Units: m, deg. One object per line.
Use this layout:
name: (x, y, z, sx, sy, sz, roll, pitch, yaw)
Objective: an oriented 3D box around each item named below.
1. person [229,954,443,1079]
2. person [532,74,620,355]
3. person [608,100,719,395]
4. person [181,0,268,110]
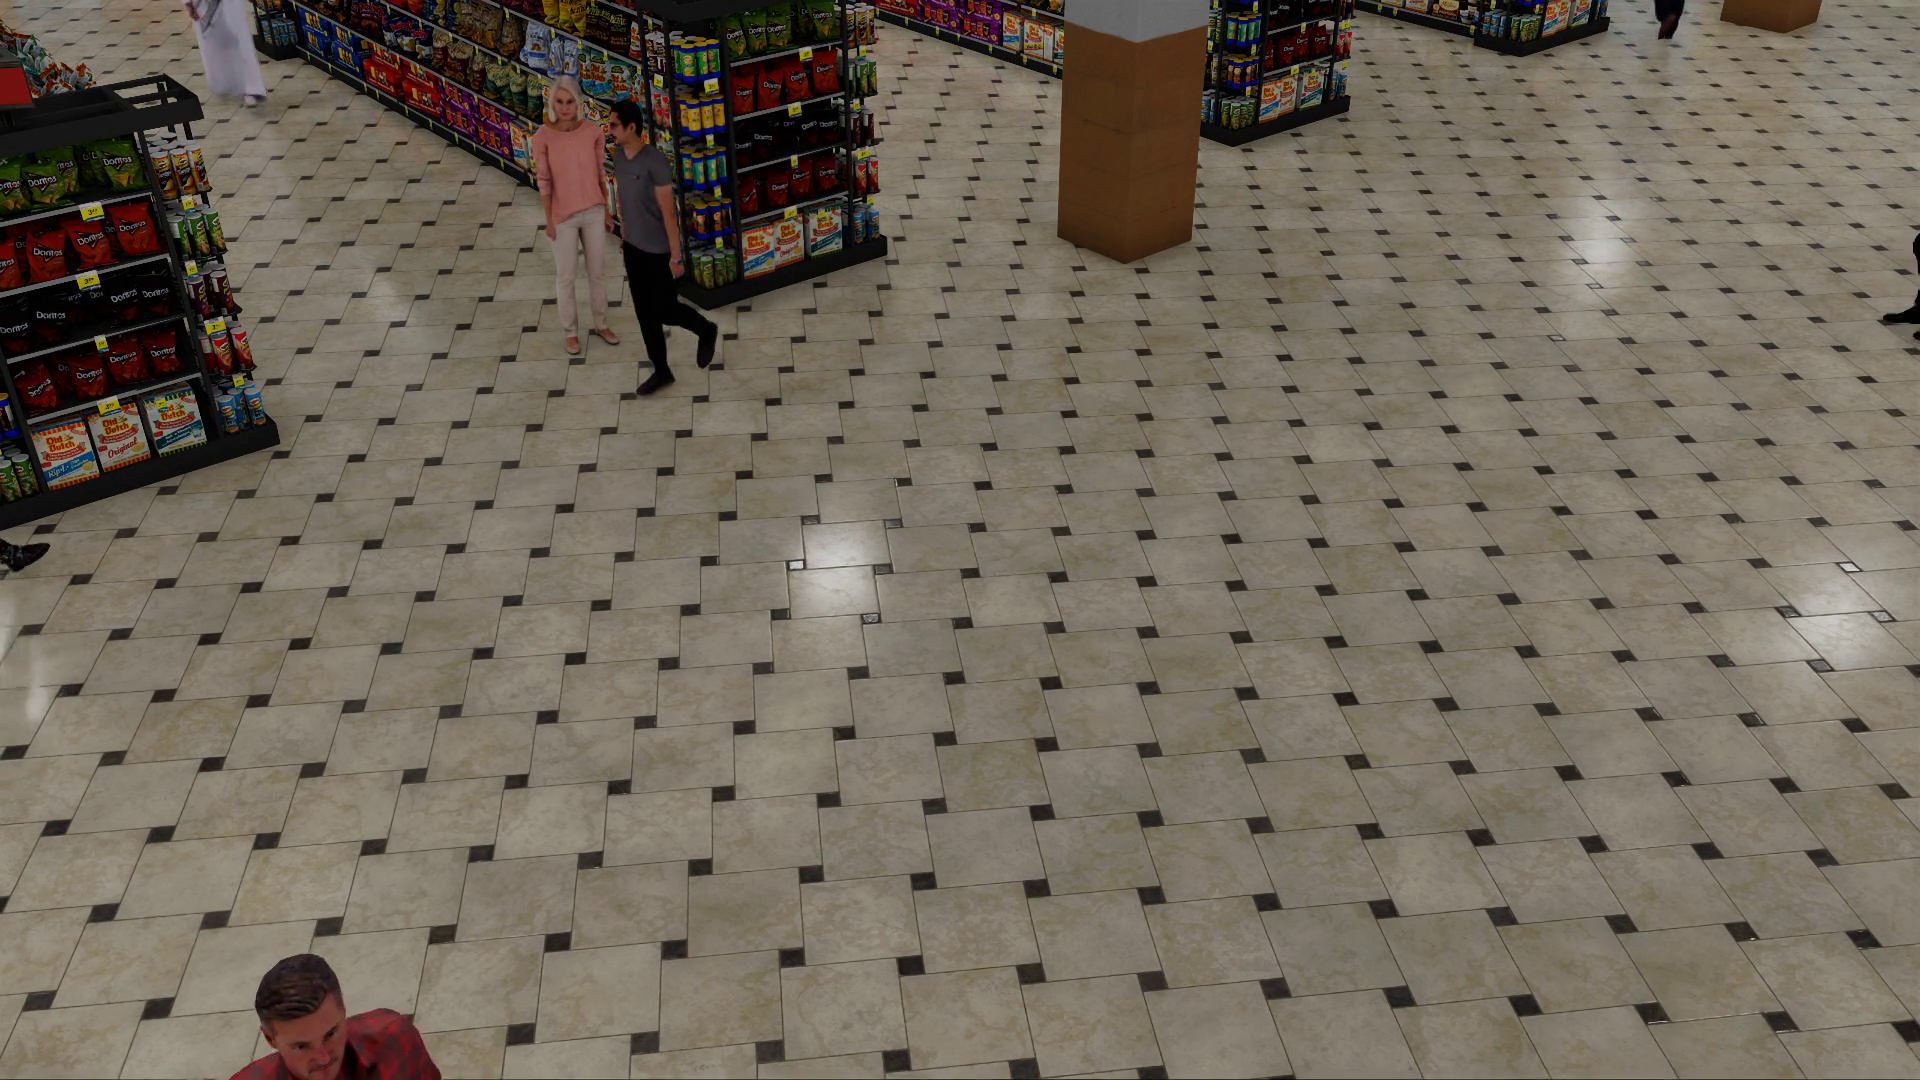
person: (-1.541, 1.682, 4.196, 0.704, 1.817, 0.694, -25, 40, -34)
person: (-2.356, -2.010, 10.218, 0.640, 1.724, 0.581, -16, 35, -24)
person: (-1.741, -1.724, 9.747, 0.863, 1.735, 0.827, 20, 37, 29)
person: (-6.367, -4.633, 14.275, 0.829, 1.891, 1.260, -17, 36, -25)
